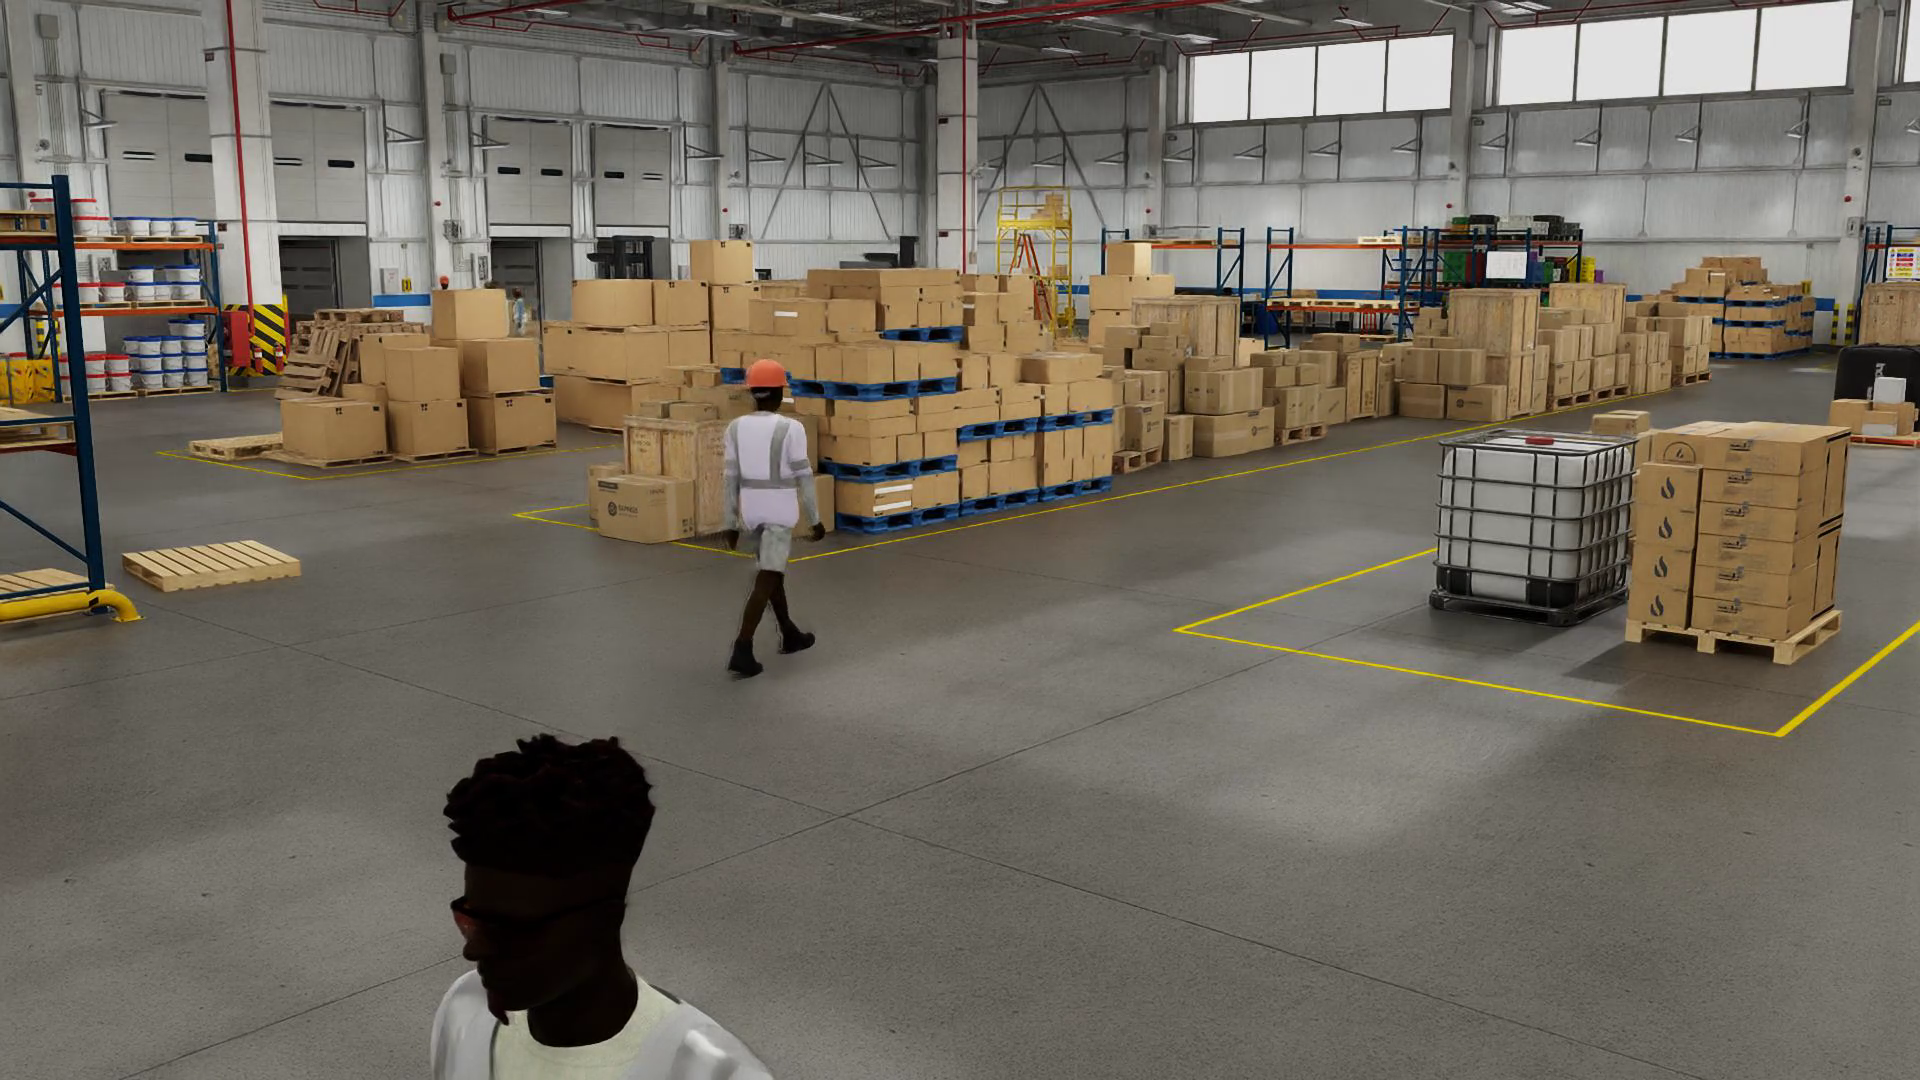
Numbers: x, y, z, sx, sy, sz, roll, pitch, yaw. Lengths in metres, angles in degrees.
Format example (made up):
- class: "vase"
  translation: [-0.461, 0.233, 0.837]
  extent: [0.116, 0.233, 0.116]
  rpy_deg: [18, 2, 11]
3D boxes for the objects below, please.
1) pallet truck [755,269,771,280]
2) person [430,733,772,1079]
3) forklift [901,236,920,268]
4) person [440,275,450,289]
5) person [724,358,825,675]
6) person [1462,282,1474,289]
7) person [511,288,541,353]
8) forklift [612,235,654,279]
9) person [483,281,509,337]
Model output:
- class: "pallet truck"
  translation: [-4.996, -6.432, 45.525]
  extent: [1.885, 1.965, 0.823]
  rpy_deg: [-6, 12, -32]
- class: "person"
  translation: [-0.477, 1.200, 2.160]
  extent: [0.607, 1.966, 0.367]
  rpy_deg: [6, 12, 32]
- class: "forklift"
  translation: [-1.208, -5.765, 39.217]
  extent: [1.873, 2.768, 1.129]
  rpy_deg: [-1, 10, -4]
- class: "person"
  translation: [-12.044, -5.257, 39.065]
  extent: [0.560, 1.912, 0.563]
  rpy_deg: [-5, 11, -26]
- class: "person"
  translation: [-1.175, -0.152, 10.117]
  extent: [0.544, 1.893, 1.010]
  rpy_deg: [6, 12, 32]
- class: "person"
  translation: [9.502, -3.850, 31.058]
  extent: [0.375, 1.915, 0.592]
  rpy_deg: [1, 10, 8]
- class: "person"
  translation: [-10.245, -5.107, 39.038]
  extent: [0.650, 1.618, 0.539]
  rpy_deg: [-4, 11, -23]
- class: "forklift"
  translation: [-7.300, -5.450, 37.421]
  extent: [1.873, 2.768, 1.129]
  rpy_deg: [8, 13, 40]
- class: "person"
  translation: [-8.941, -3.956, 31.674]
  extent: [0.655, 1.906, 0.900]
  rpy_deg: [-4, 11, -21]
